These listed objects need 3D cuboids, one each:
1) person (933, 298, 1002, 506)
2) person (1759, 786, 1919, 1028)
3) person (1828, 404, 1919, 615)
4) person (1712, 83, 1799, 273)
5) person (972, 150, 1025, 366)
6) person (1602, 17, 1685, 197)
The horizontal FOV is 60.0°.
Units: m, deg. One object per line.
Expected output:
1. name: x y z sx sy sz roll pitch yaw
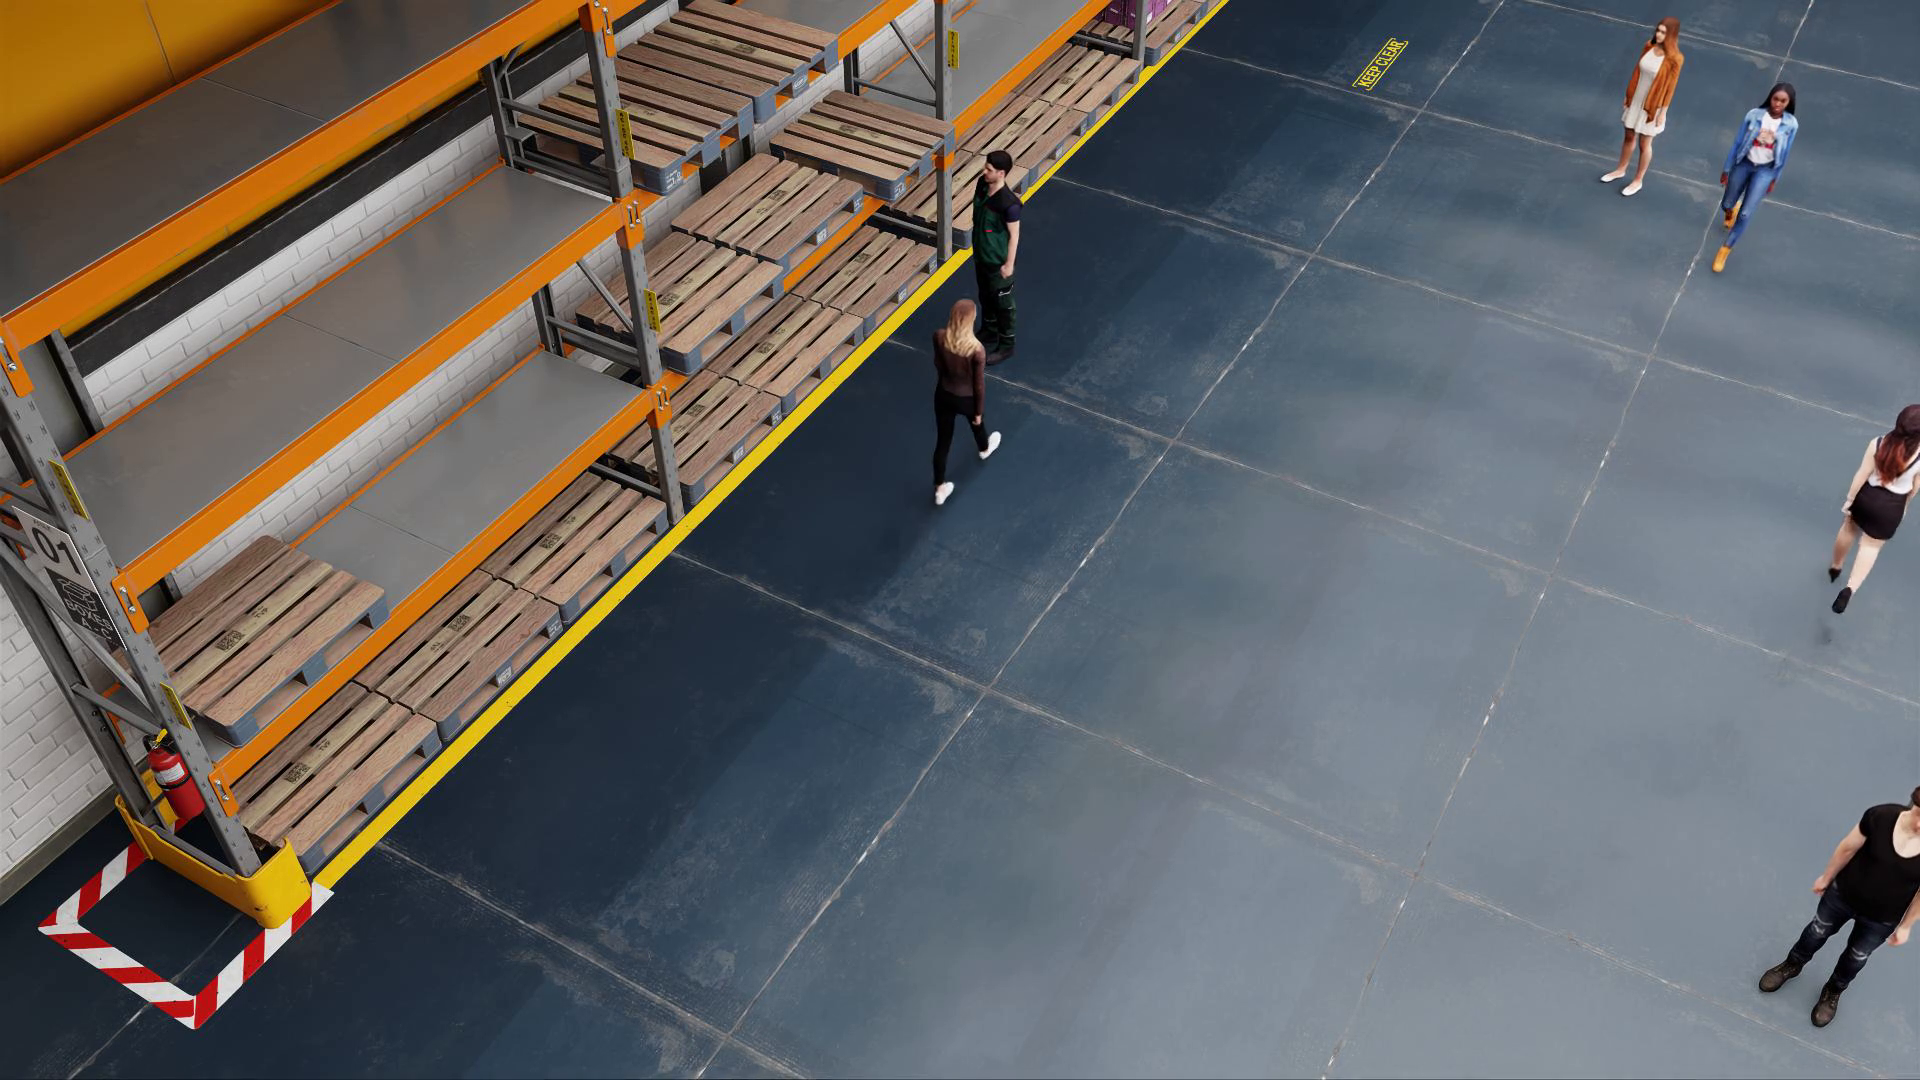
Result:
1. person: -0.061 -0.971 12.127 0.622 1.656 1.055 21 47 20
2. person: 4.881 1.913 8.925 0.671 1.897 0.726 -34 53 -31
3. person: 6.226 -0.183 11.320 0.552 1.628 0.945 22 48 21
4. person: 6.895 -3.204 14.447 0.606 1.689 0.997 20 47 20
5. person: 0.286 -2.290 13.334 0.763 1.901 0.766 -21 48 -21
6. person: 6.325 -4.017 15.280 0.729 1.716 0.706 -21 48 -21
